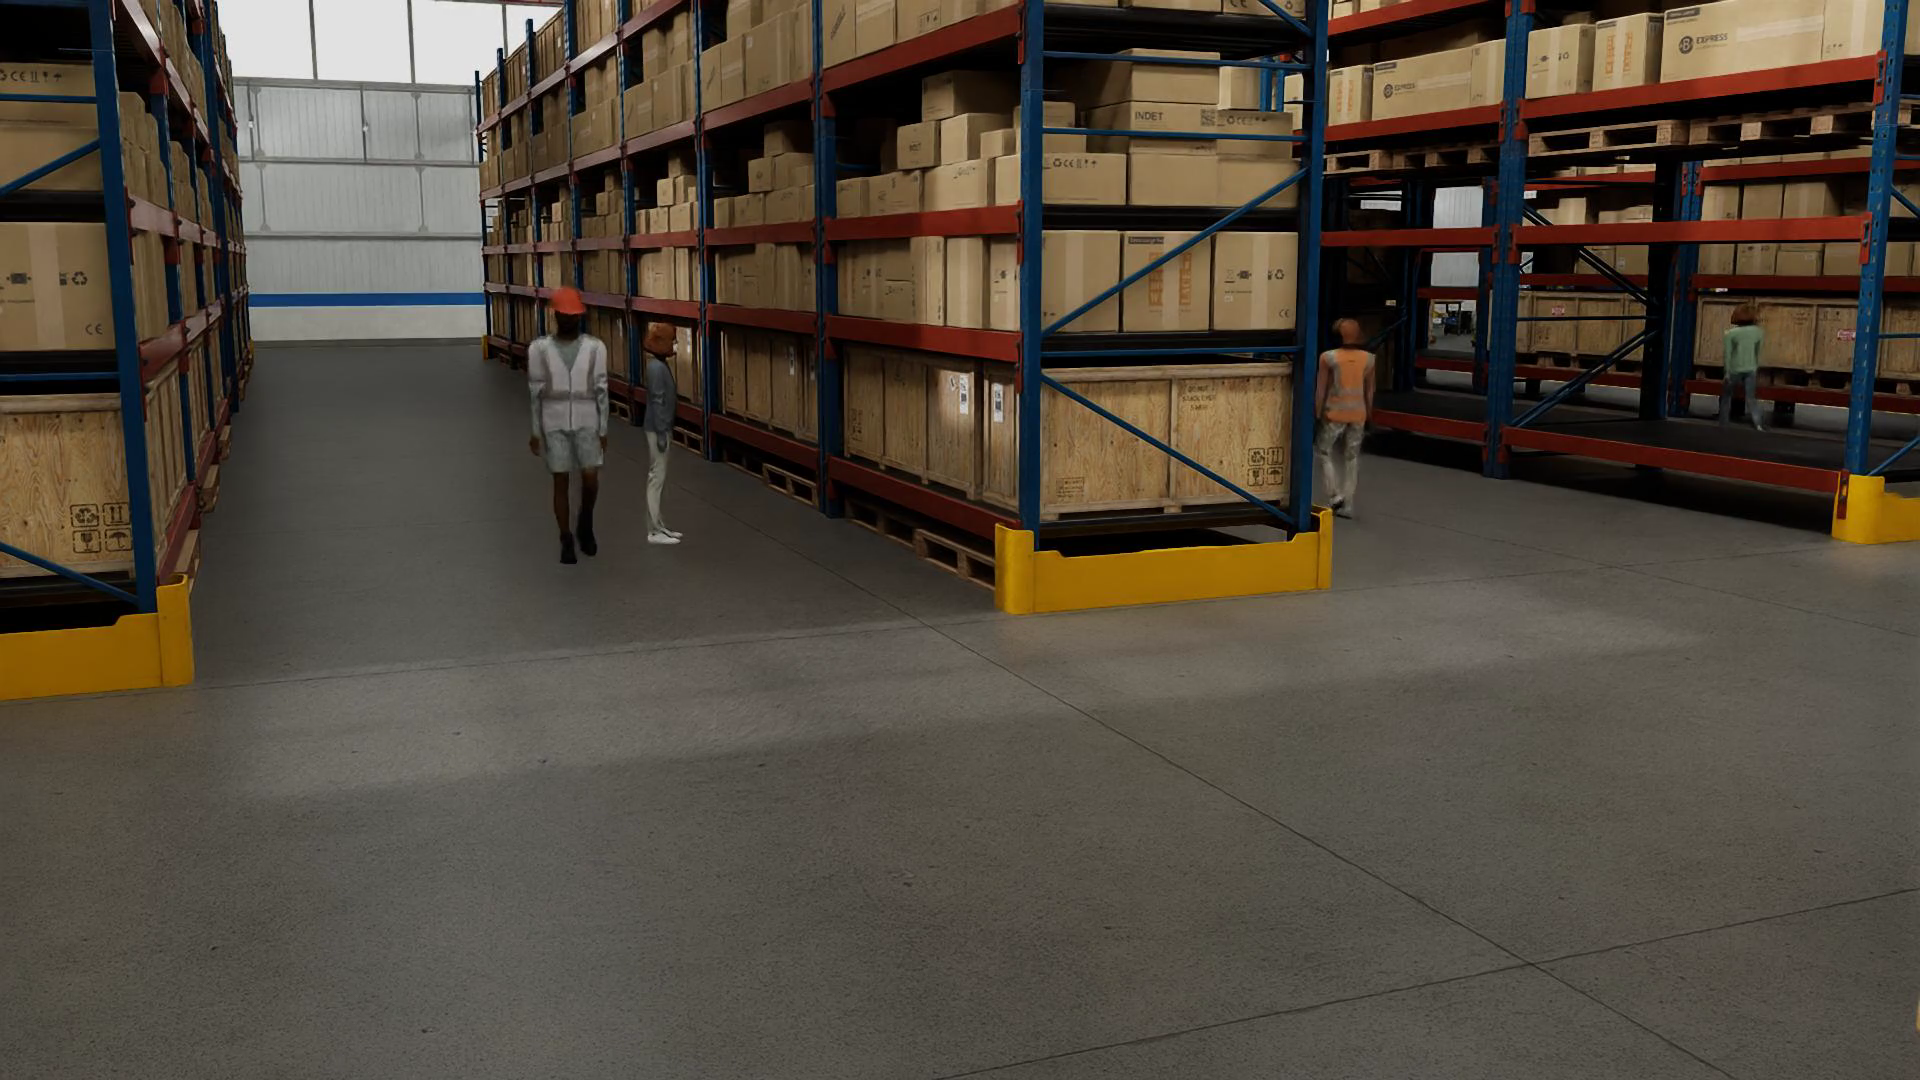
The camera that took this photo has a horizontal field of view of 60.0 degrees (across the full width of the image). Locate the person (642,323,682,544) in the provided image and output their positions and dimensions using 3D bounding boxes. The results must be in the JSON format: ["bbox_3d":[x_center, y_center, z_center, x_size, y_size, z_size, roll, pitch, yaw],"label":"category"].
[{"bbox_3d":[-2.206,-0.790,12.319,0.268,1.632,0.507,-1,10,-6],"label":"person"}]

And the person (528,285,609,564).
[{"bbox_3d":[-2.687,-0.784,11.436,0.573,1.919,0.409,-3,10,-18],"label":"person"}]

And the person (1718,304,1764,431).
[{"bbox_3d":[9.116,-1.949,19.359,0.498,1.598,0.791,0,9,-2],"label":"person"}]

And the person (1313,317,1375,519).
[{"bbox_3d":[3.094,-0.981,13.462,0.538,1.626,0.372,-2,10,-15],"label":"person"}]
